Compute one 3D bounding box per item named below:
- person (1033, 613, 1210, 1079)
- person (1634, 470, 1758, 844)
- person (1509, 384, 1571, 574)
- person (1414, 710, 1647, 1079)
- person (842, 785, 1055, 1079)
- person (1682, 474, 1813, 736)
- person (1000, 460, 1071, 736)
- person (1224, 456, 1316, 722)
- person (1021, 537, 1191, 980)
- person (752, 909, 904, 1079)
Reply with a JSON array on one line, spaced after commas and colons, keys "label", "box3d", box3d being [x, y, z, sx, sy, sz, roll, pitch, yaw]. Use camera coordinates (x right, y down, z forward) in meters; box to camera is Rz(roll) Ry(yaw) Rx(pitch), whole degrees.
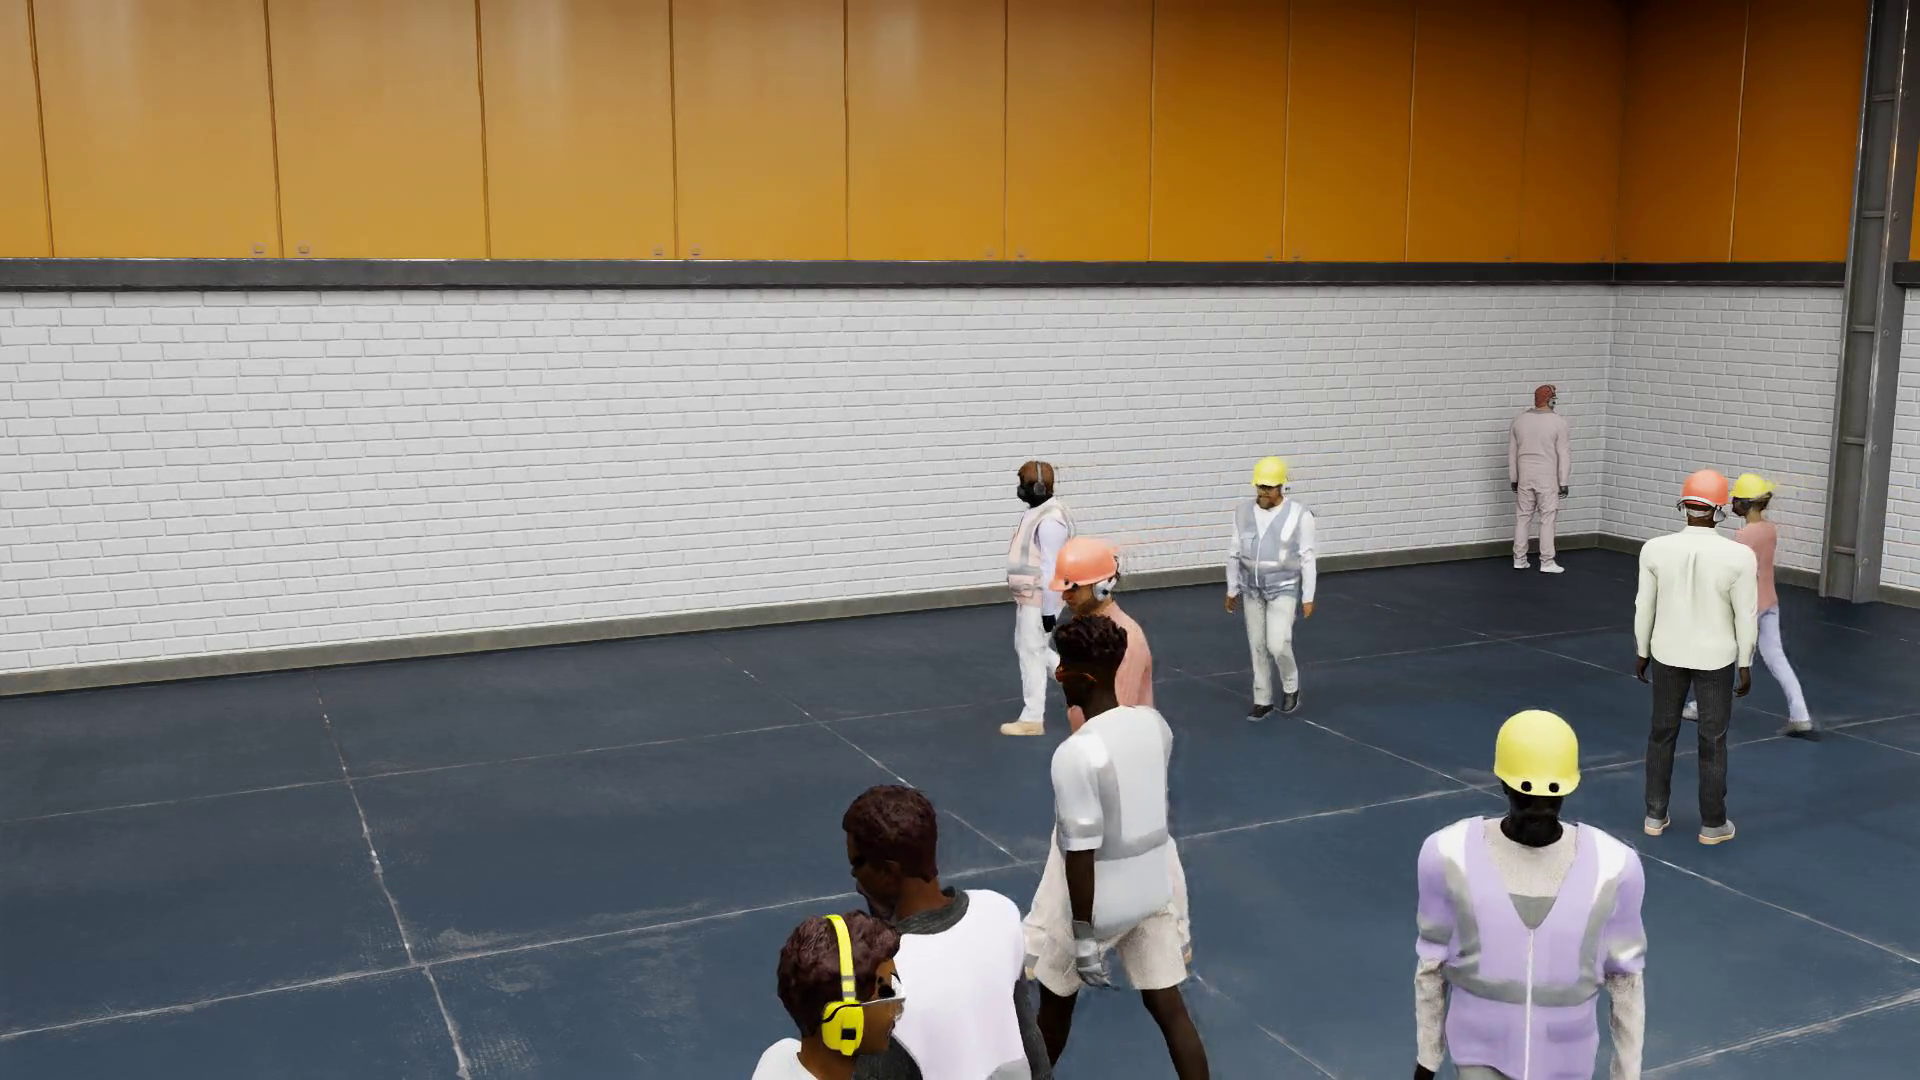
[{"label": "person", "box3d": [0.504, 1.189, 5.636, 0.615, 1.911, 1.047, -9, 13, -44]}, {"label": "person", "box3d": [3.916, 0.618, 8.871, 0.611, 1.996, 0.379, 7, 11, 36]}, {"label": "person", "box3d": [5.876, -0.619, 16.825, 0.400, 1.907, 0.644, -8, 12, -40]}, {"label": "person", "box3d": [1.552, 1.363, 4.587, 0.597, 1.899, 0.871, 2, 9, 13]}, {"label": "person", "box3d": [-0.090, 1.474, 3.955, 0.897, 1.865, 0.676, 5, 11, 30]}, {"label": "person", "box3d": [5.222, 0.424, 10.944, 0.542, 1.722, 0.915, -7, 11, -37]}, {"label": "person", "box3d": [0.572, 0.378, 10.885, 0.558, 1.824, 0.640, -1, 9, -4]}, {"label": "person", "box3d": [2.075, 0.335, 11.195, 0.615, 1.815, 0.424, 7, 12, 38]}, {"label": "person", "box3d": [0.575, 0.946, 7.019, 1.039, 1.921, 0.638, -4, 10, -23]}, {"label": "person", "box3d": [-0.263, 1.607, 3.186, 0.329, 1.859, 0.507, -3, 10, -18]}]
